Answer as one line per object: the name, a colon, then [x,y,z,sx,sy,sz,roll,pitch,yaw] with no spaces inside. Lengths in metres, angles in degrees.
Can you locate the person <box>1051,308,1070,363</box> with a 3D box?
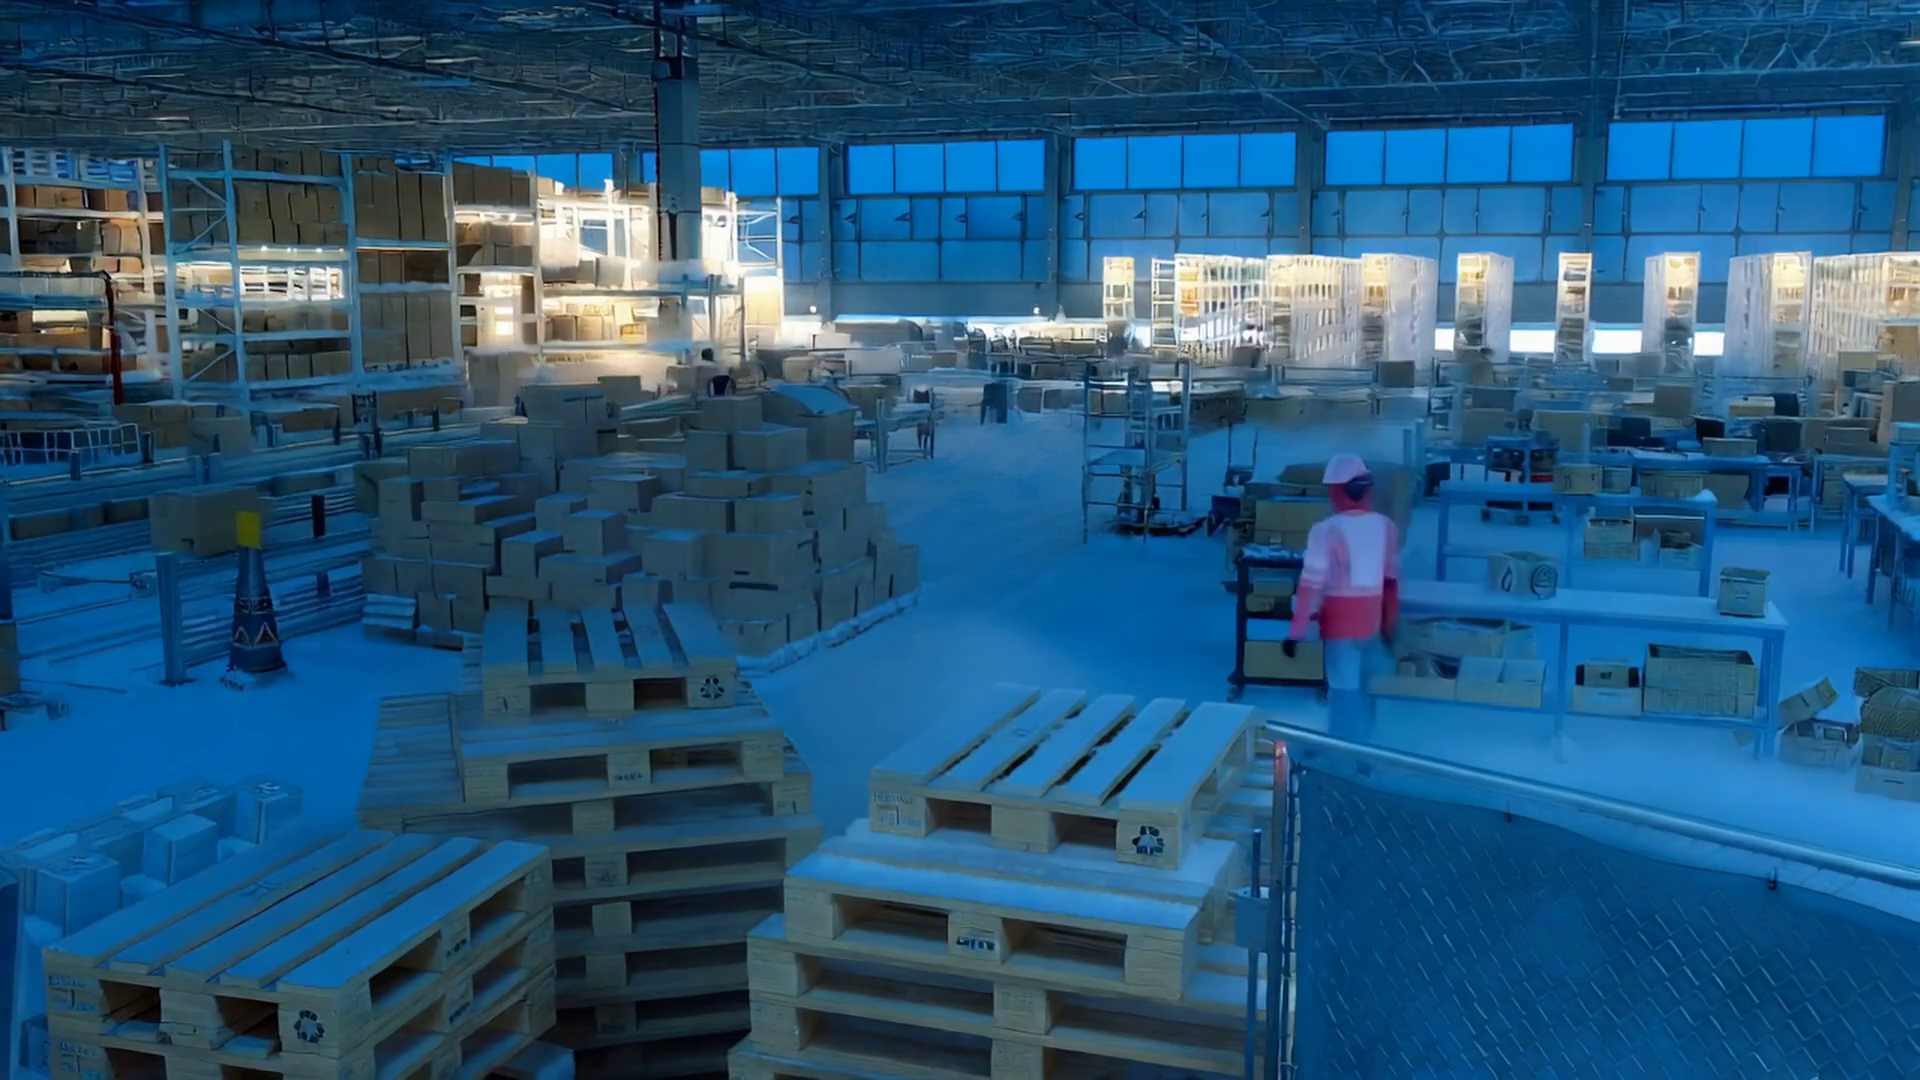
person: [3.225,-6.453,53.409,0.611,1.985,0.393,2,9,12]

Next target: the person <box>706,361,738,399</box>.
person: [-3.871,-2.074,26.937,0.532,1.660,0.856,4,10,24]

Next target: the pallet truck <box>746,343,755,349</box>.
pallet truck: [-6.183,-4.618,44.264,1.601,1.201,0.680,-9,12,-43]

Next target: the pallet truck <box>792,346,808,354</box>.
pallet truck: [-3.705,-4.298,42.022,0.653,1.274,1.630,3,10,20]

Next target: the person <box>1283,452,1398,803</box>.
person: [2.166,0.487,9.728,0.624,2.004,0.965,-5,10,-30]

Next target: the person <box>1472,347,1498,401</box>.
person: [9.680,-2.664,30.398,0.871,1.721,0.552,-2,9,-12]

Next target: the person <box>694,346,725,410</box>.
person: [-4.312,-2.450,28.791,0.611,1.818,0.563,3,9,16]

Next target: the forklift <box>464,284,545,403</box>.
forklift: [-10.832,-4.702,39.610,1.129,2.768,1.873,3,10,20]

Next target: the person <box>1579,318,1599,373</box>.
person: [18.851,-5.844,50.184,0.985,1.789,0.595,5,10,29]
